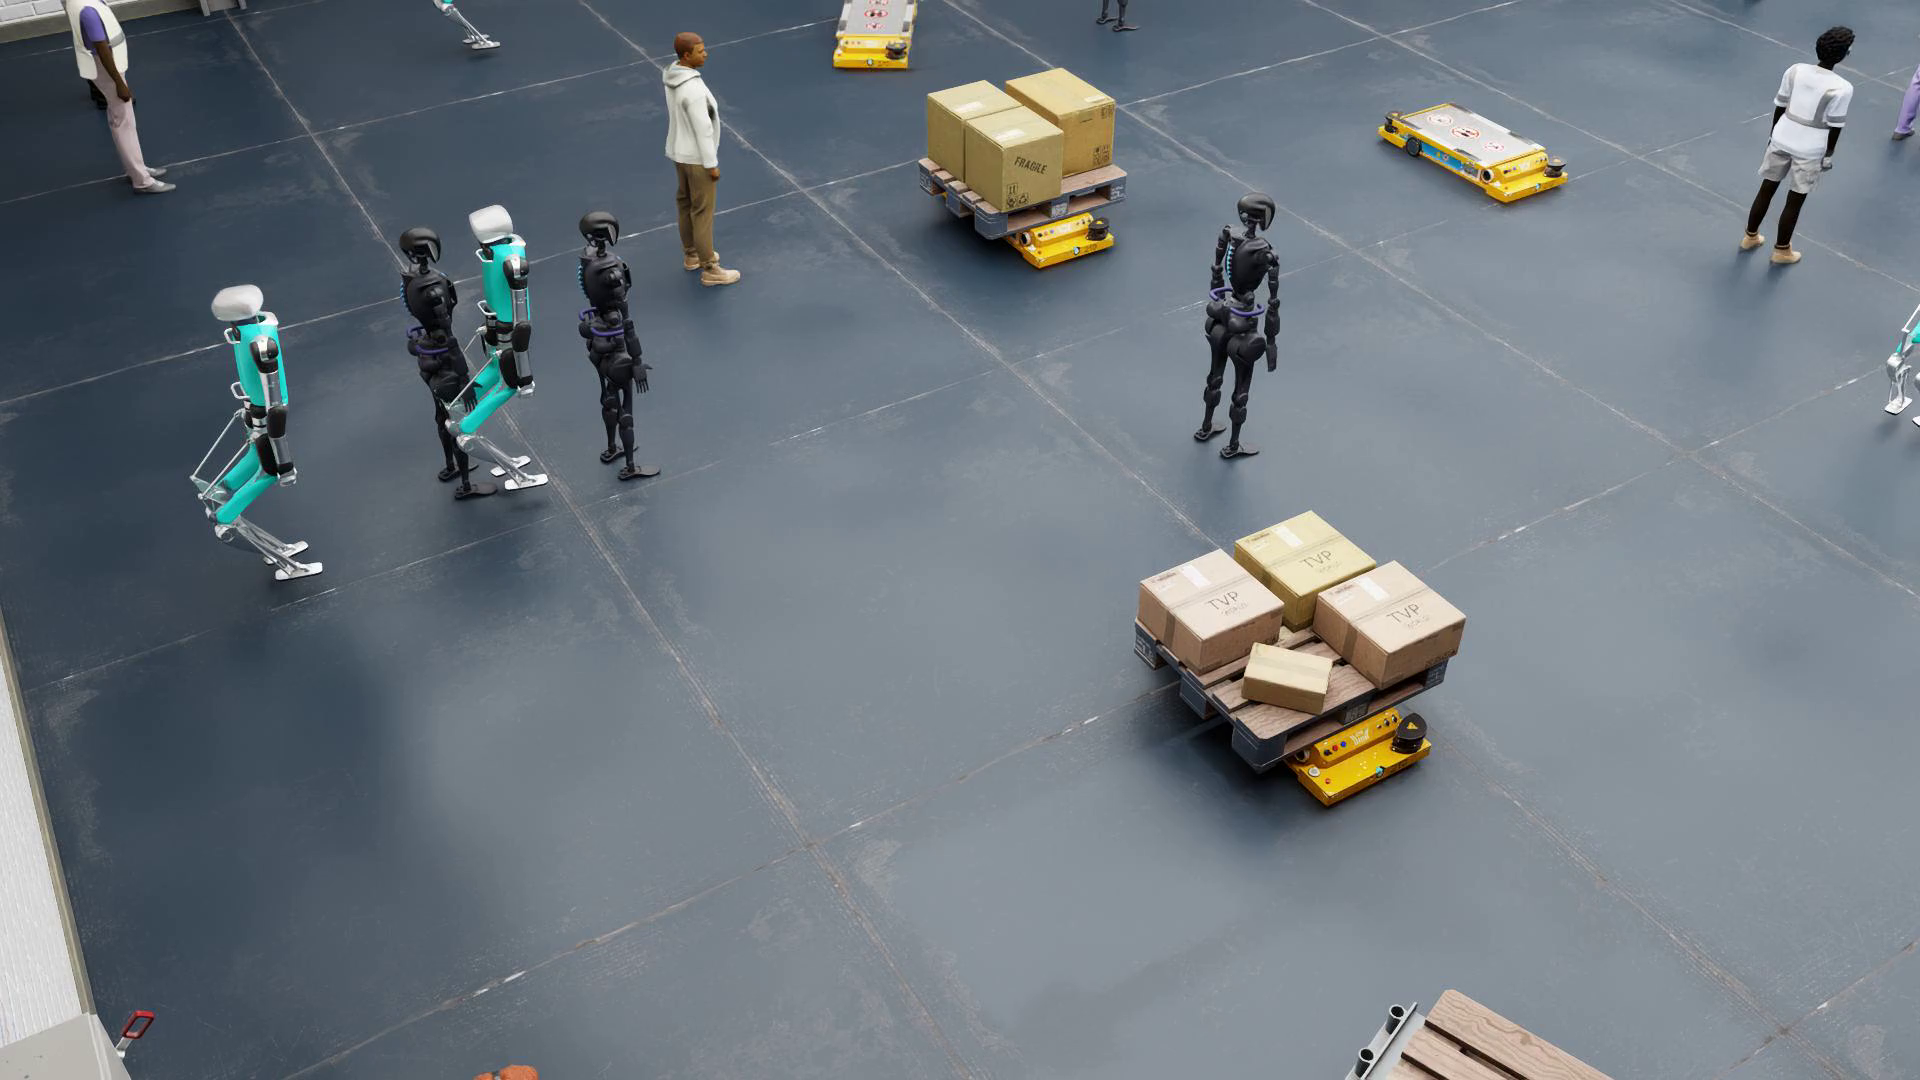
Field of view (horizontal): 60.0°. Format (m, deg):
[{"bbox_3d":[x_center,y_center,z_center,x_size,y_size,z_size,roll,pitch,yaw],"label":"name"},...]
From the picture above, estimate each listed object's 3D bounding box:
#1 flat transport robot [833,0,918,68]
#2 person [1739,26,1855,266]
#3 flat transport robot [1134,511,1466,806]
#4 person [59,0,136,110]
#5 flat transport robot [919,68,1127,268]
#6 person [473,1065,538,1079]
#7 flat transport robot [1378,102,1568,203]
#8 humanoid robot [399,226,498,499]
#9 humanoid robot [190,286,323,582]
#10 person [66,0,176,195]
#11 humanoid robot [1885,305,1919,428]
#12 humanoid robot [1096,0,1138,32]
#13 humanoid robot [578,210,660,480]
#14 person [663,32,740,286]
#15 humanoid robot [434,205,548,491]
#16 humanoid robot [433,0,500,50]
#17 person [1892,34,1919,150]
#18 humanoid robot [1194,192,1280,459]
[{"bbox_3d":[-0.758,-4.668,15.182,0.659,0.231,1.431,2,38,2],"label":"flat transport robot"},{"bbox_3d":[5.862,-2.747,11.606,0.322,1.697,0.532,-19,42,-22],"label":"person"},{"bbox_3d":[1.635,0.714,8.391,0.659,0.231,1.431,-21,43,-24],"label":"flat transport robot"},{"bbox_3d":[-7.254,-4.514,13.650,0.372,1.932,0.543,-19,42,-22],"label":"person"},{"bbox_3d":[0.469,-2.477,12.417,0.659,0.231,1.431,-21,43,-24],"label":"flat transport robot"},{"bbox_3d":[-1.280,2.243,5.164,0.361,1.882,0.573,-19,42,-22],"label":"person"},{"bbox_3d":[4.062,-3.106,13.211,0.659,0.231,1.431,-21,43,-24],"label":"flat transport robot"},{"bbox_3d":[-2.934,-1.019,9.433,0.315,1.657,0.599,-21,43,-24],"label":"humanoid robot"},{"bbox_3d":[-3.760,-0.495,8.629,0.735,1.674,0.533,-21,43,-24],"label":"humanoid robot"},{"bbox_3d":[-6.357,-3.490,12.425,0.395,1.847,0.563,-19,42,-22],"label":"person"},{"bbox_3d":[5.834,-1.409,9.783,0.735,1.674,0.533,-21,43,-24],"label":"humanoid robot"},{"bbox_3d":[1.465,-5.493,15.081,0.315,1.654,0.599,-21,43,-24],"label":"humanoid robot"},{"bbox_3d":[-1.999,-1.136,9.581,0.315,1.657,0.599,-21,43,-24],"label":"humanoid robot"},{"bbox_3d":[-1.825,-2.597,11.363,0.378,1.767,0.521,-19,42,-22],"label":"person"},{"bbox_3d":[-2.686,-1.007,9.273,0.735,1.677,0.533,-21,43,-24],"label":"humanoid robot"},{"bbox_3d":[-4.392,-5.095,14.431,0.735,1.677,0.533,-21,43,-24],"label":"humanoid robot"},{"bbox_3d":[7.787,-3.963,13.028,0.395,1.839,0.563,-19,42,-22],"label":"person"},{"bbox_3d":[1.634,-1.273,9.755,0.315,1.654,0.599,-21,43,-24],"label":"humanoid robot"}]
